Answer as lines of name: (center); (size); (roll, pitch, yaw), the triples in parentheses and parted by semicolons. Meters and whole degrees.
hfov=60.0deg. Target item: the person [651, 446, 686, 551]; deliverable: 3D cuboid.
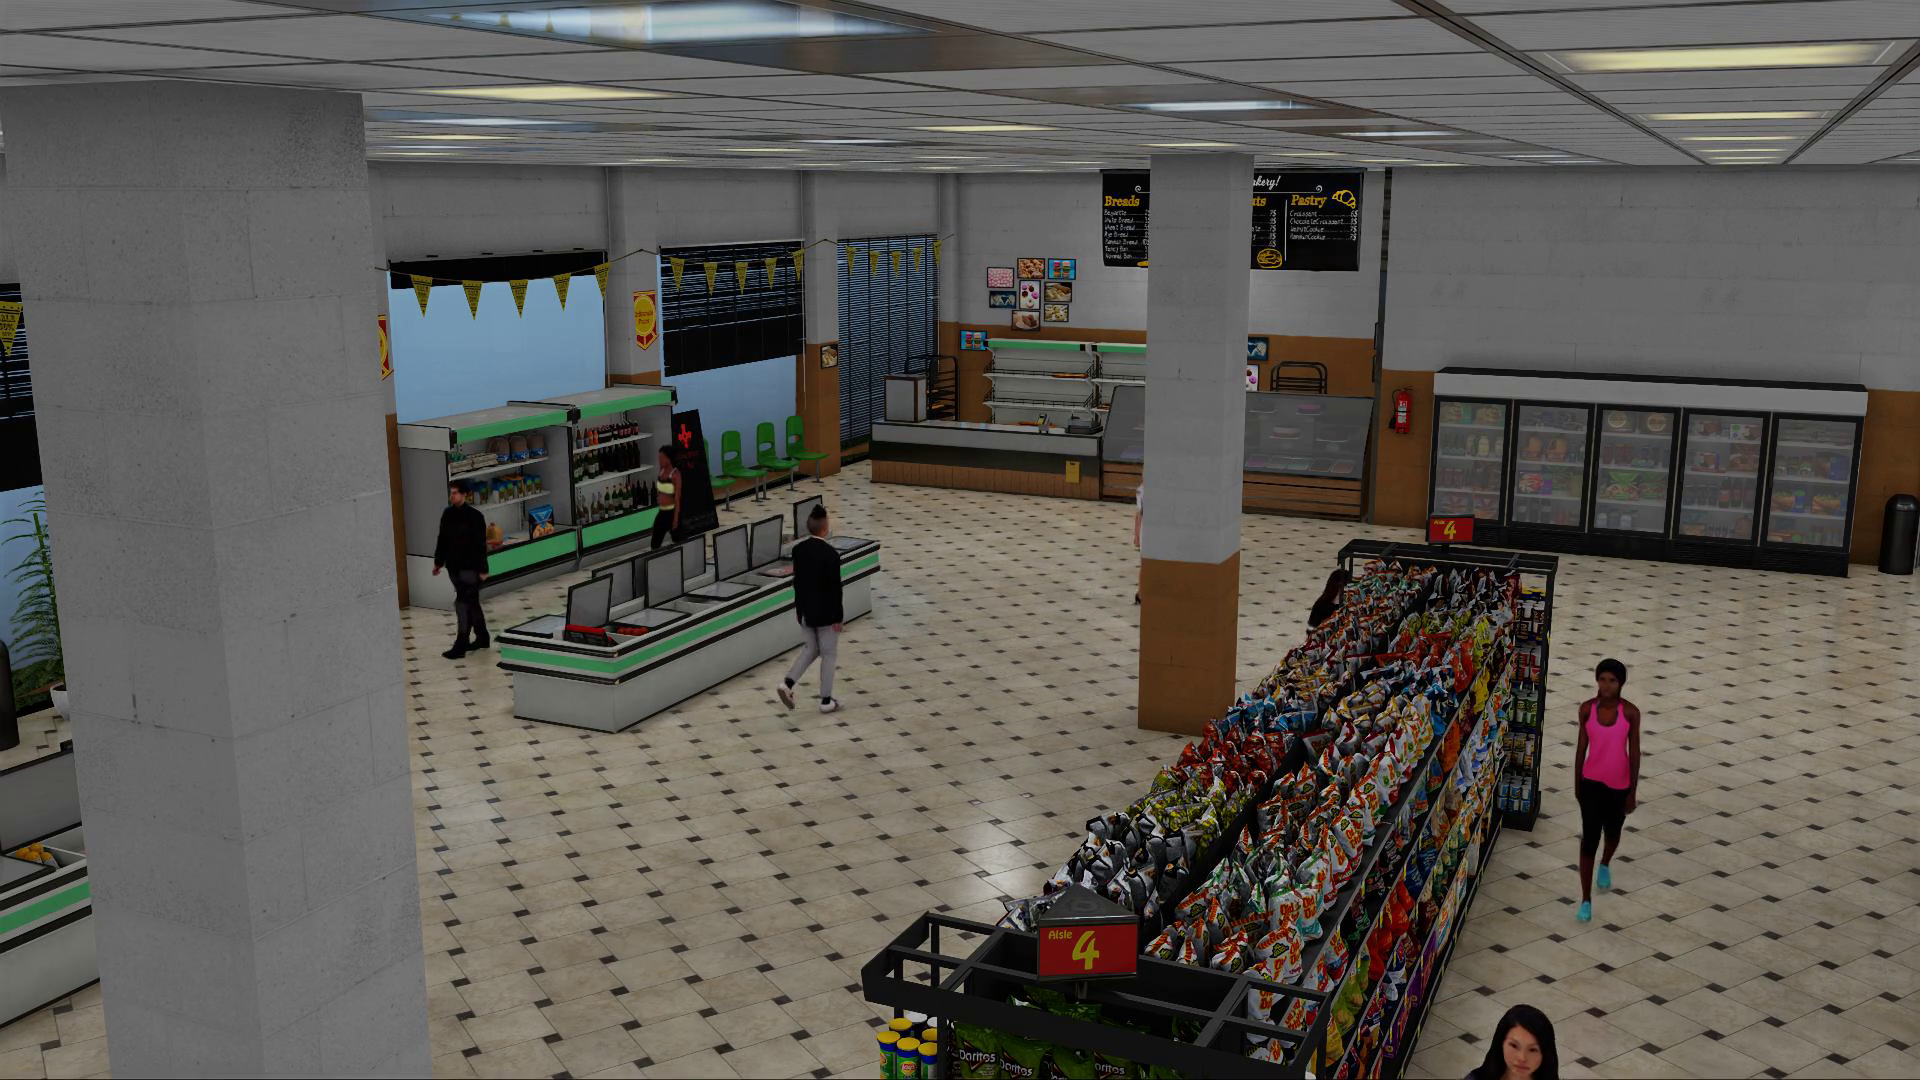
person: (-3.373, -0.270, 19.811); (0.700, 1.737, 0.807); (9, 15, 38)

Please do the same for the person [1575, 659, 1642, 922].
person: (4.293, 1.612, 11.002); (0.591, 1.684, 1.117); (4, 13, 20)

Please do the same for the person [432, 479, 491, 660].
person: (-4.990, 0.275, 17.034); (0.839, 1.814, 1.006); (9, 15, 37)

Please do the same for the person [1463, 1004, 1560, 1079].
person: (2.116, 2.569, 6.443); (0.600, 1.691, 0.903); (5, 13, 24)

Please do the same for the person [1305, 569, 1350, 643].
person: (3.000, 1.034, 13.954); (0.710, 1.598, 0.830); (-7, 14, -30)

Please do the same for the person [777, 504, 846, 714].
person: (-1.343, 0.651, 14.957); (0.832, 1.934, 1.033); (9, 15, 37)
